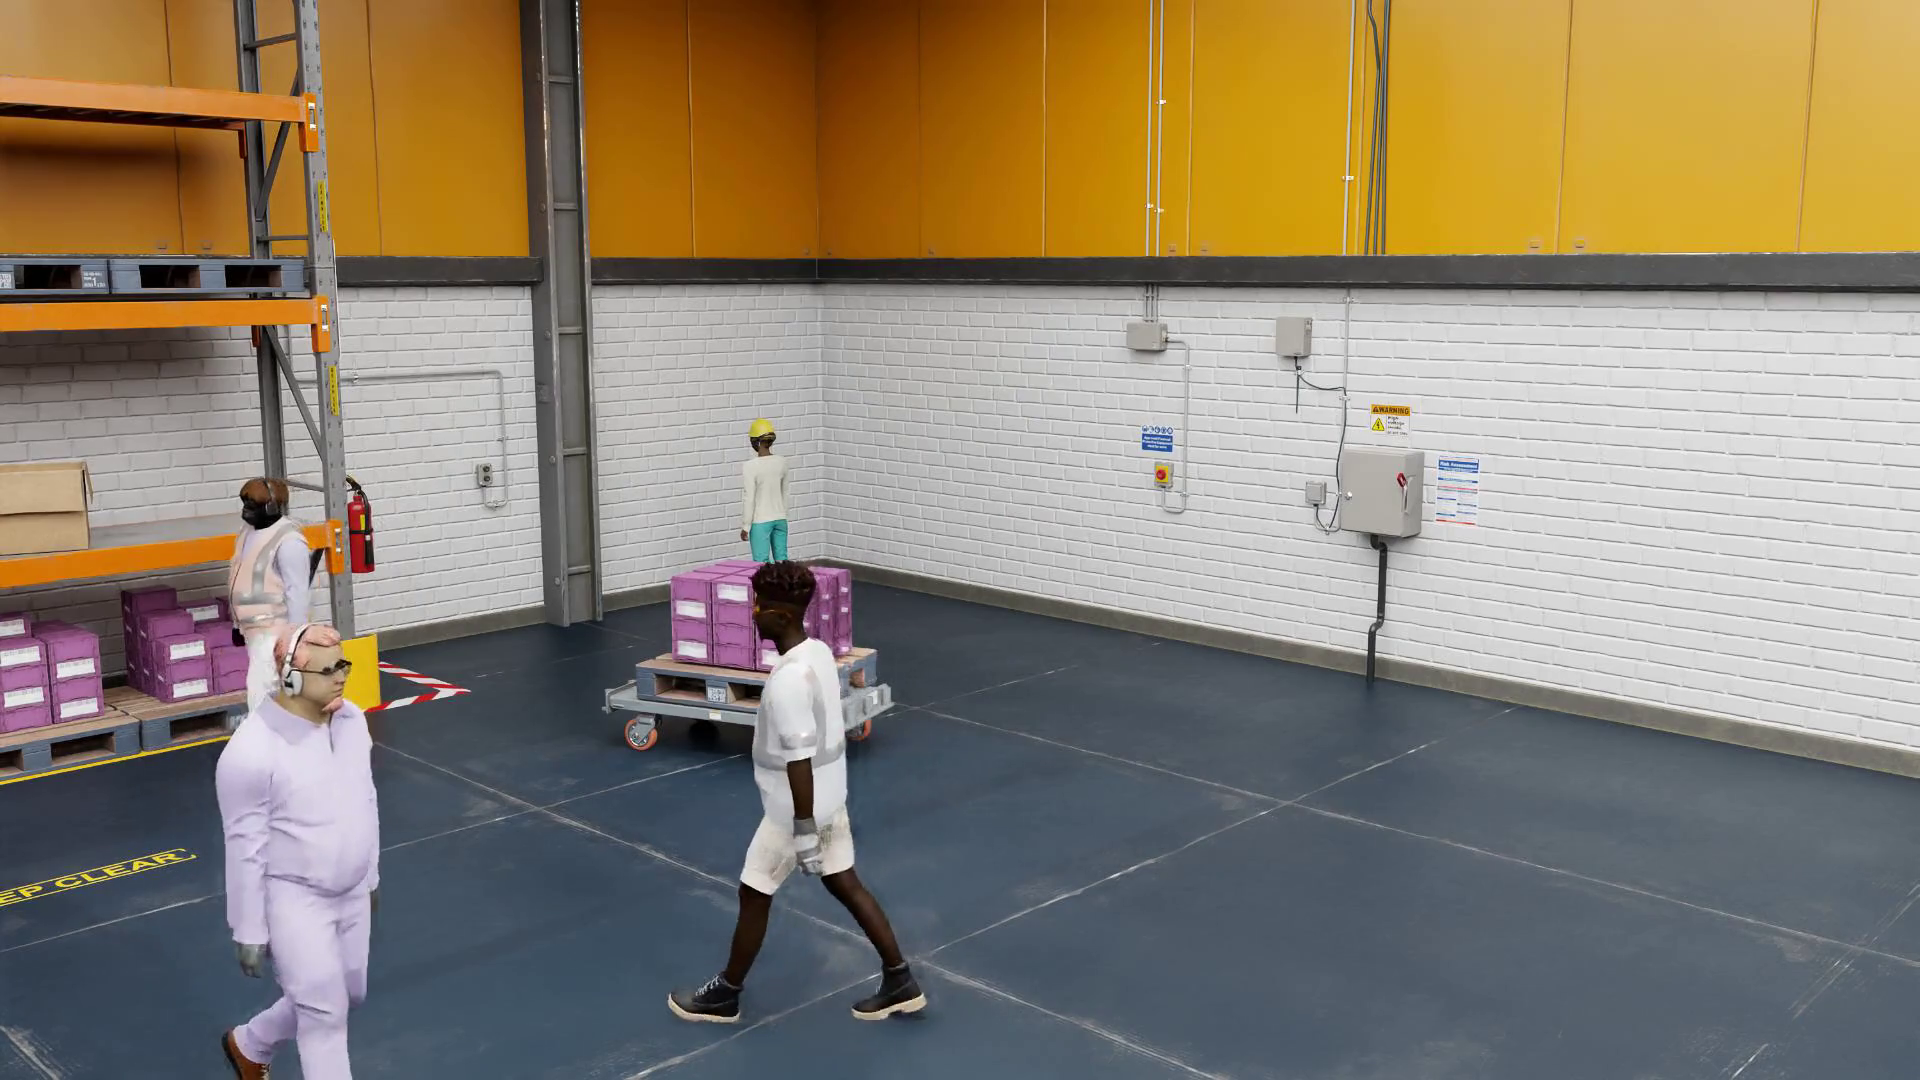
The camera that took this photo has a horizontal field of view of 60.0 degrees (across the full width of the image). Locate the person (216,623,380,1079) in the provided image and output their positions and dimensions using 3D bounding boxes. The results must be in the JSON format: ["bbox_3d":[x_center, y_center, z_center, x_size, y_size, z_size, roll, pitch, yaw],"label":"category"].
[{"bbox_3d":[-2.253,1.191,5.637,0.760,1.882,0.652,3,10,17],"label":"person"}]

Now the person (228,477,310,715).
[{"bbox_3d":[-4.088,0.511,9.991,0.796,1.815,0.631,-9,13,-42],"label":"person"}]

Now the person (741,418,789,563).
[{"bbox_3d":[-1.667,-0.153,14.201,0.328,1.769,0.525,8,12,40],"label":"person"}]

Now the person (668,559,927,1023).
[{"bbox_3d":[-0.627,1.016,6.609,1.041,1.920,0.617,2,9,10],"label":"person"}]
